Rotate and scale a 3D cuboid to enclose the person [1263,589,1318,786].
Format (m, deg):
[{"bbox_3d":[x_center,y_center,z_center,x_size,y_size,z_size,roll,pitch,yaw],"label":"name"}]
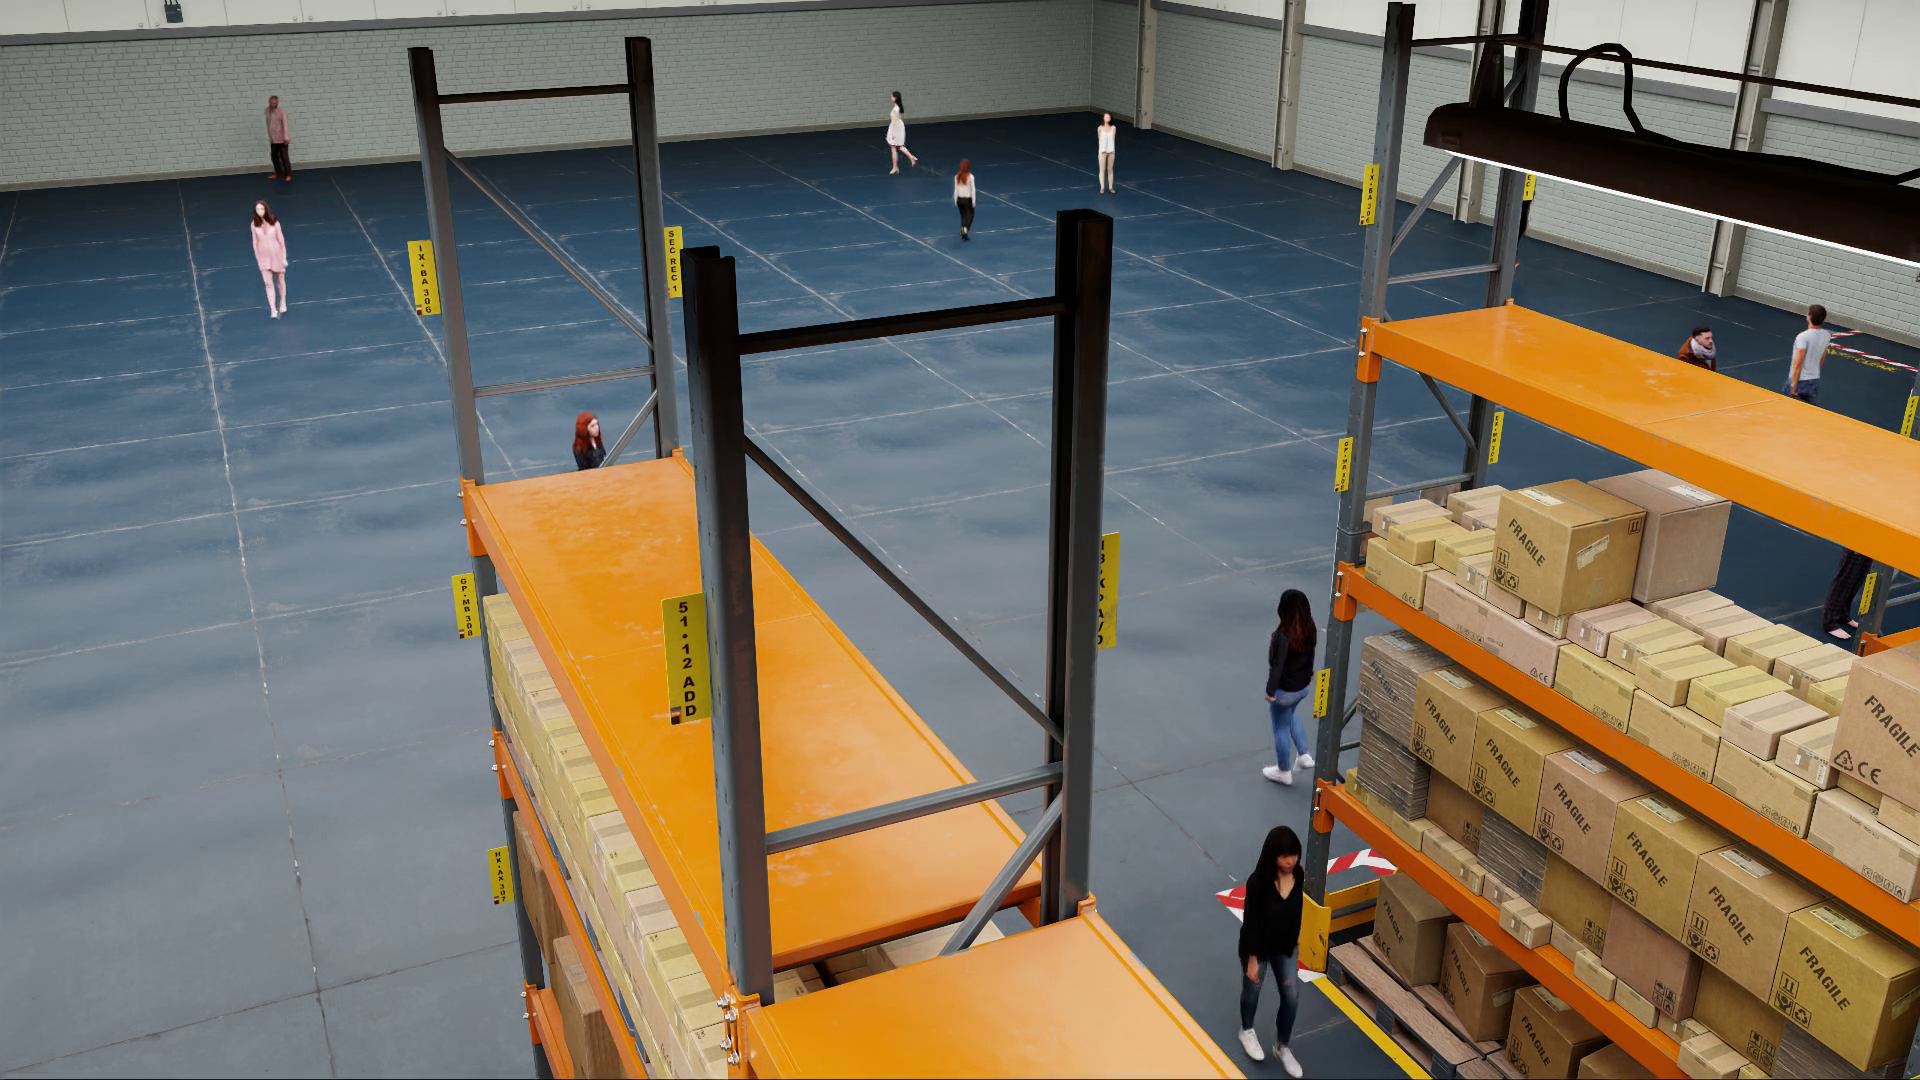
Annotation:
[{"bbox_3d":[2.574,1.144,12.646,0.749,1.620,0.760,-21,31,-40],"label":"person"}]

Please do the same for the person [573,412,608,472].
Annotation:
[{"bbox_3d":[-3.614,-0.368,16.064,1.263,1.728,1.128,10,25,23],"label":"person"}]

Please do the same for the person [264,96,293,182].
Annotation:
[{"bbox_3d":[-14.356,-8.459,35.035,0.930,1.772,0.965,12,26,27],"label":"person"}]

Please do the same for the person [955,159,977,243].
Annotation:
[{"bbox_3d":[0.071,-6.059,29.769,0.684,1.475,0.746,9,25,20],"label":"person"}]

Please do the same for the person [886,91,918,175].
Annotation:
[{"bbox_3d":[-1.263,-8.694,35.607,0.984,1.757,0.965,4,23,10],"label":"person"}]

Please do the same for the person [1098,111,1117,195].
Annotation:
[{"bbox_3d":[2.984,-7.905,33.884,0.608,1.652,0.673,-6,24,-13],"label":"person"}]

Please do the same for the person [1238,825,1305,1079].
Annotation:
[{"bbox_3d":[1.786,2.345,9.809,0.609,1.630,0.737,-6,24,-14],"label":"person"}]

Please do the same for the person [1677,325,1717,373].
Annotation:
[{"bbox_3d":[8.159,-1.505,18.597,0.784,1.839,0.794,-18,29,-36],"label":"person"}]

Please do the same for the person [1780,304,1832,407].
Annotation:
[{"bbox_3d":[9.828,-1.766,19.234,0.823,1.819,1.267,-5,24,-12],"label":"person"}]

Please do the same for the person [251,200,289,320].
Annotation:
[{"bbox_3d":[-10.375,-4.243,25.144,0.786,1.752,1.159,-5,24,-12],"label":"person"}]
